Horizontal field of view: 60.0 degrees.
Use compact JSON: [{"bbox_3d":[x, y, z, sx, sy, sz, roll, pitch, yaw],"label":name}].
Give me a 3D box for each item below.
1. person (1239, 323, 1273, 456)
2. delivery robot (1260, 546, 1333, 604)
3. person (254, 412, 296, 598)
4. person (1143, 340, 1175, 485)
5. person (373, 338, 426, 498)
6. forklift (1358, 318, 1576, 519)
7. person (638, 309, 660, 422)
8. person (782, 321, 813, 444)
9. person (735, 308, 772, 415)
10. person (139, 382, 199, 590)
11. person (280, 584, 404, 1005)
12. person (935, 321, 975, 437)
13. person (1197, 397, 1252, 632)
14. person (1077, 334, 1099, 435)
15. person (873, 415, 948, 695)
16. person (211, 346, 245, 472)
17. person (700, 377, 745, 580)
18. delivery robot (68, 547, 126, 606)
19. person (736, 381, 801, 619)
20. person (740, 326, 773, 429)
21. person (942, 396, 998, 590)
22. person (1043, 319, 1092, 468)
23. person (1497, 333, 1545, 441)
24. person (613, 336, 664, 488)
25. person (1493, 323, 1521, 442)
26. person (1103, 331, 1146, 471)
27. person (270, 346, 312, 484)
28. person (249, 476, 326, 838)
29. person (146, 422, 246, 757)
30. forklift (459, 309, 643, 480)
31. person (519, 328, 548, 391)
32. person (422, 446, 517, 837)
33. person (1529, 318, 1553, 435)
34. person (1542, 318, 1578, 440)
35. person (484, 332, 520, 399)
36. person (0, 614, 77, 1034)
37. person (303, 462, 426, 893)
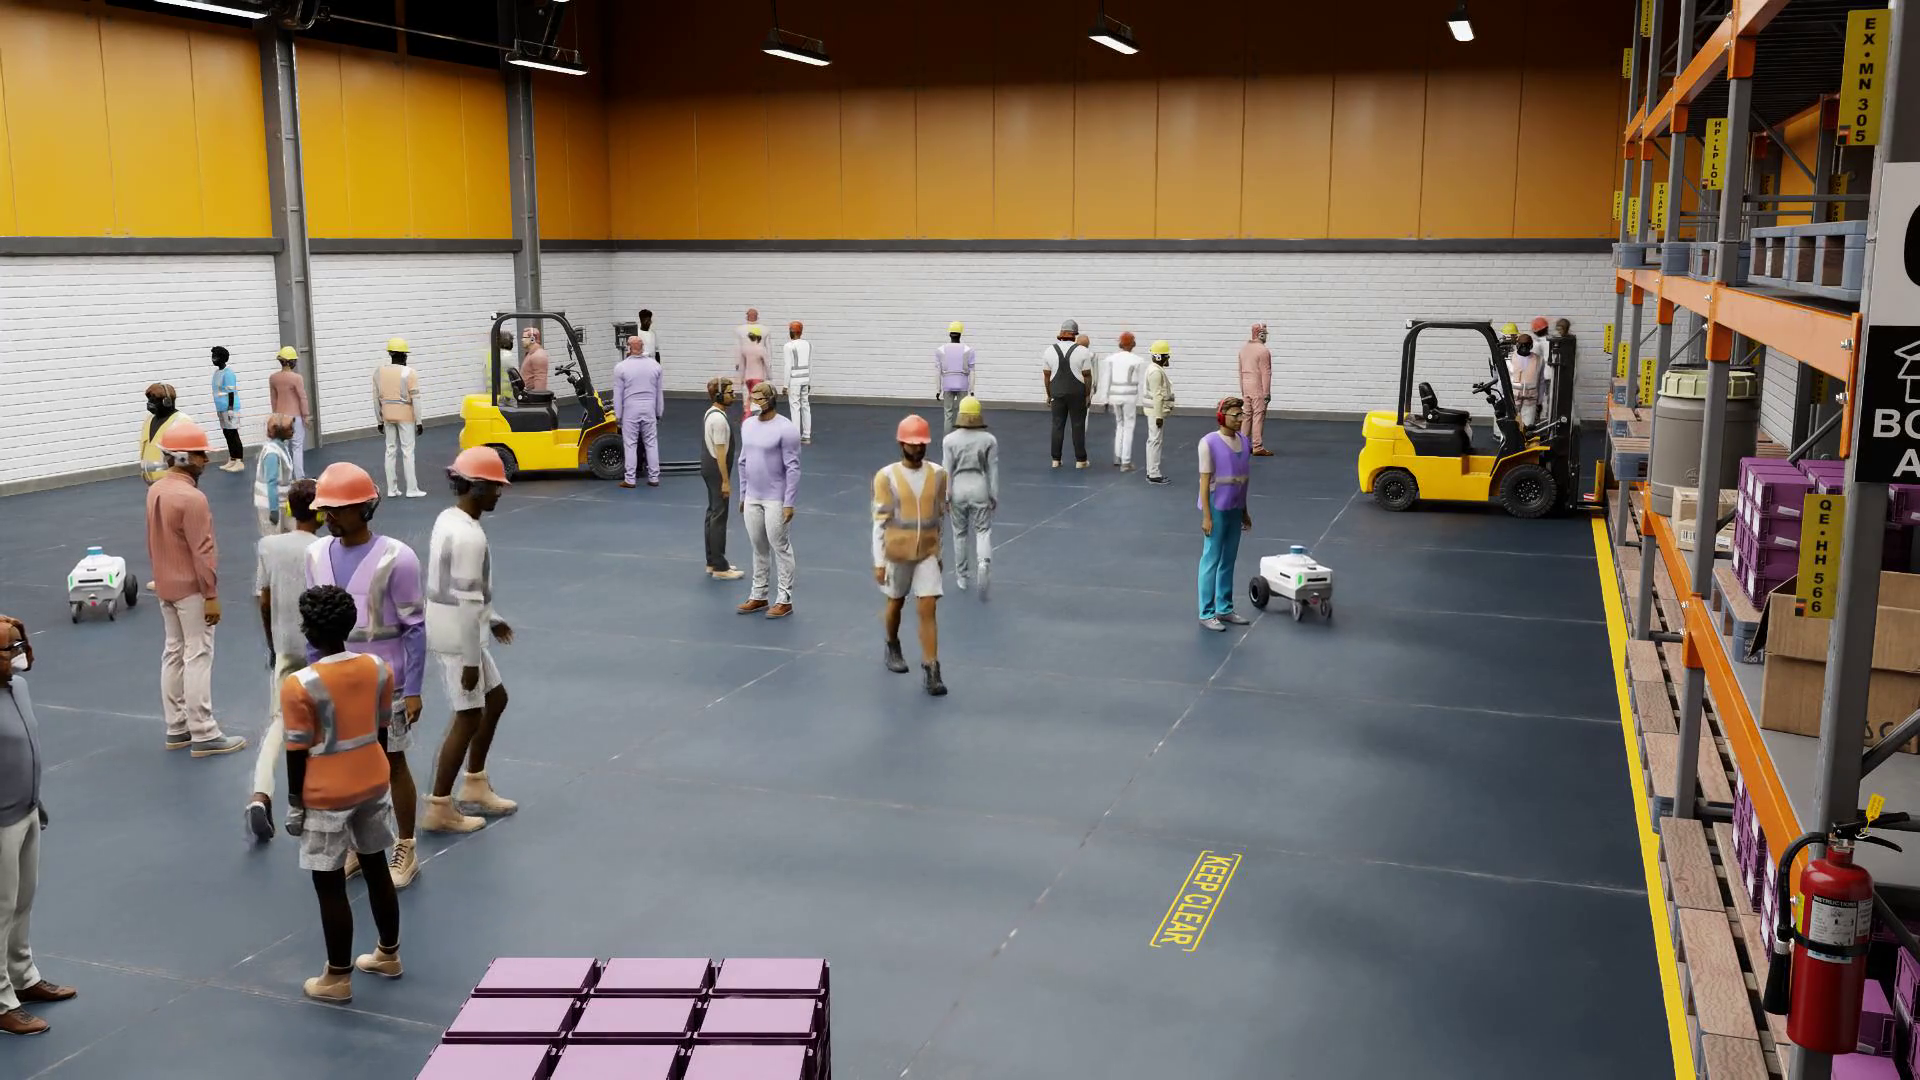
[{"bbox_3d":[4.297,-2.169,24.013,0.406,1.906,0.654,-5,11,-25],"label":"person"},{"bbox_3d":[2.768,0.291,13.702,0.477,0.478,0.707,-3,11,-17],"label":"delivery robot"},{"bbox_3d":[-5.890,-0.295,14.285,0.443,1.609,0.525,-2,10,-12],"label":"person"},{"bbox_3d":[2.529,-1.625,21.159,0.404,1.832,0.600,0,10,2],"label":"person"},{"bbox_3d":[-6.724,-1.459,19.961,0.594,1.922,0.374,2,10,11],"label":"person"},{"bbox_3d":[5.787,-1.437,19.079,2.313,2.155,1.214,3,11,19],"label":"forklift"},{"bbox_3d":[-5.334,-2.931,28.186,0.599,1.957,0.380,-8,13,-39],"label":"person"},{"bbox_3d":[-2.473,-2.381,25.273,0.355,1.884,0.575,8,13,37],"label":"person"},{"bbox_3d":[-3.687,-3.174,29.676,0.655,1.904,0.407,-1,10,-7],"label":"person"},{"bbox_3d":[-6.912,-0.457,14.556,0.624,1.845,0.430,6,12,31],"label":"person"},{"bbox_3d":[-2.489,1.013,6.707,0.322,1.689,0.531,5,11,25],"label":"person"},{"bbox_3d":[-0.071,-2.218,24.231,0.589,1.927,0.386,1,10,5],"label":"person"},{"bbox_3d":[2.090,-0.219,13.195,0.563,1.847,0.389,-10,14,-44],"label":"person"},{"bbox_3d":[1.930,-2.445,26.332,0.539,1.624,0.364,0,10,2],"label":"person"},{"bbox_3d":[-0.341,0.070,11.493,0.558,1.886,1.019,-3,11,-18],"label":"person"},{"bbox_3d":[-9.832,-1.755,22.294,0.321,1.690,0.536,-9,14,-42],"label":"person"},{"bbox_3d":[-2.182,-0.564,15.147,0.351,1.847,0.507,-3,11,-17],"label":"person"},{"bbox_3d":[-7.077,0.301,13.645,0.477,0.478,0.707,-4,11,-19],"label":"delivery robot"},{"bbox_3d":[-1.569,-0.330,13.565,0.627,1.941,0.370,8,13,37],"label":"person"},{"bbox_3d":[-3.336,-2.611,27.020,0.540,1.722,0.907,5,11,27],"label":"person"},{"bbox_3d":[0.089,-0.393,14.535,0.488,1.728,0.622,-1,10,-3],"label":"person"},{"bbox_3d":[1.495,-2.004,22.704,0.676,2.000,0.536,4,11,20],"label":"person"},{"bbox_3d":[7.601,-1.876,22.557,0.621,1.842,0.429,1,10,7],"label":"person"},{"bbox_3d":[-4.033,-1.600,20.839,0.646,1.899,0.403,-6,12,-31],"label":"person"},{"bbox_3d":[8.451,-2.438,25.729,0.404,1.835,0.588,2,10,13],"label":"person"},{"bbox_3d":[2.255,-1.871,22.400,0.591,1.873,0.479,7,12,34],"label":"person"},{"bbox_3d":[-8.407,-1.547,20.925,0.533,1.763,0.338,4,11,20],"label":"person"},{"bbox_3d":[-3.460,0.595,8.683,0.523,1.829,0.895,0,10,2],"label":"person"},{"bbox_3d":[-4.590,0.290,9.925,0.614,1.990,0.392,8,13,39],"label":"person"},{"bbox_3d":[-5.354,-1.902,21.697,2.313,2.155,1.214,-2,10,-13],"label":"forklift"},{"bbox_3d":[-5.842,-1.952,22.792,0.408,1.908,0.643,-4,11,-20],"label":"person"},{"bbox_3d":[-2.590,0.513,8.694,0.625,1.993,0.644,-5,11,-26],"label":"person"},{"bbox_3d":[9.297,-2.576,26.416,0.643,1.889,0.396,-1,10,-4],"label":"person"},{"bbox_3d":[9.368,-2.492,25.845,0.624,1.900,0.665,3,11,18],"label":"person"},{"bbox_3d":[-6.444,-2.072,23.786,0.650,1.791,0.943,9,14,42],"label":"person"},{"bbox_3d":[-3.687,1.085,6.453,0.271,1.632,0.508,-2,10,-8],"label":"person"},{"bbox_3d":[-2.795,0.649,7.756,0.614,2.041,0.393,3,10,16],"label":"person"}]
